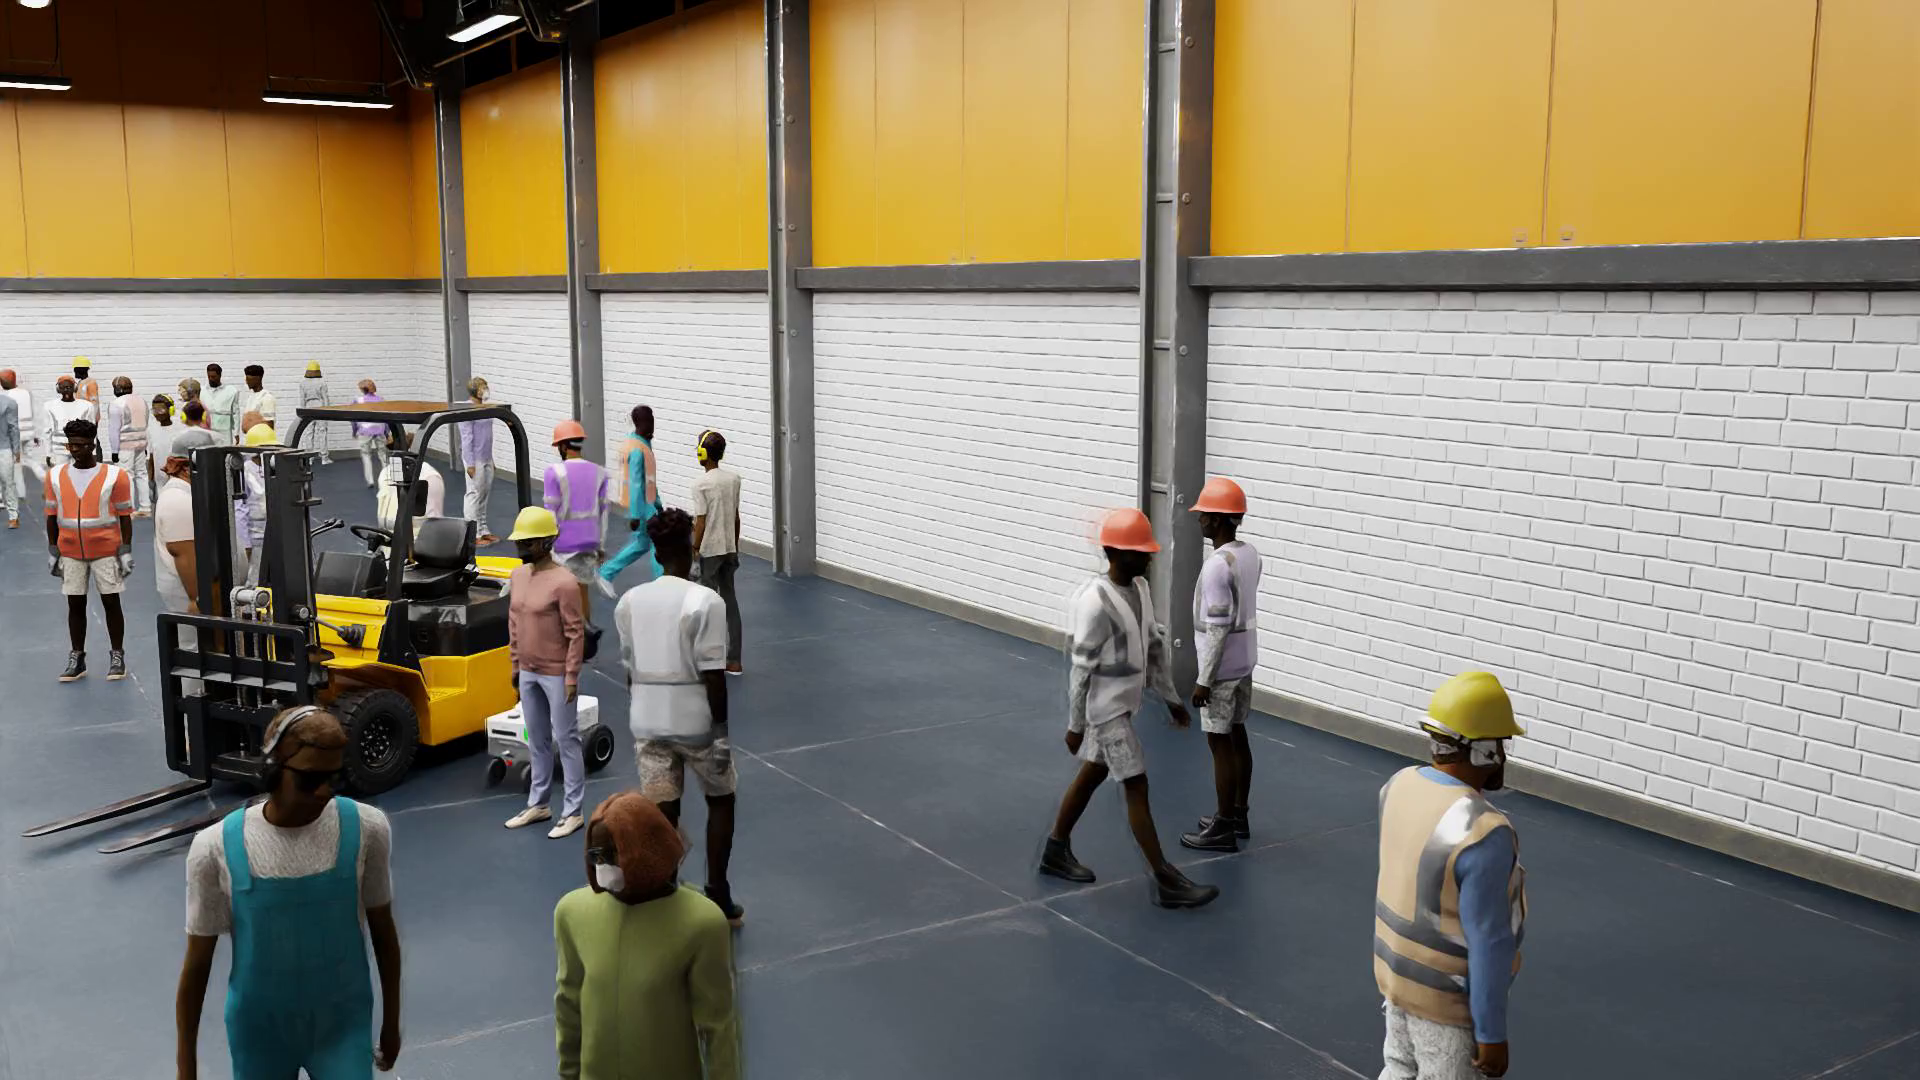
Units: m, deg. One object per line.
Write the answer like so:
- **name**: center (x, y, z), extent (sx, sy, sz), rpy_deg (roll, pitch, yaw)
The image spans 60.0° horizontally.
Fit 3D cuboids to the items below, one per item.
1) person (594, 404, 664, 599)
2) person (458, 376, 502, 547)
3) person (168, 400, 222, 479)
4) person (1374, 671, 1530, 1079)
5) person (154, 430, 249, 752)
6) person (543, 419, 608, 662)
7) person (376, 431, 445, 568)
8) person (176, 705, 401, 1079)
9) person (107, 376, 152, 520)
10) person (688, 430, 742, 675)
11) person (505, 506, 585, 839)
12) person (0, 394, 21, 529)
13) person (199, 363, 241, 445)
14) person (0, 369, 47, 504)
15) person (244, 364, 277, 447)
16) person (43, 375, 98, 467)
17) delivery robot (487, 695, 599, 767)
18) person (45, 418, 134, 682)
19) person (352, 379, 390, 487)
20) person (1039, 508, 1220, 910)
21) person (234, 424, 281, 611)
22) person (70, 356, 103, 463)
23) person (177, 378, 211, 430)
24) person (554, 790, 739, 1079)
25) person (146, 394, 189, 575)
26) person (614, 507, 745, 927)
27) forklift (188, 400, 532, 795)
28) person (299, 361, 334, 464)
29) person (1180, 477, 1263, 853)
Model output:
- **person**: center (-2.964, -0.331, 15.406), extent (0.852, 1.869, 0.581), rpy_deg (-2, 9, -11)
- **person**: center (-5.481, -0.895, 18.975), extent (0.373, 1.940, 0.630), rpy_deg (1, 9, 8)
- **person**: center (-7.655, -0.498, 16.808), extent (0.598, 1.814, 0.721), rpy_deg (-6, 10, -36)
- **person**: center (1.398, 1.273, 4.784), extent (0.407, 1.823, 0.610), rpy_deg (-1, 9, -10)
- **person**: center (-4.793, 0.305, 10.547), extent (0.536, 2.000, 0.672), rpy_deg (-4, 9, -24)
- **person**: center (-2.943, 0.030, 12.861), extent (0.591, 1.904, 0.649), rpy_deg (-8, 12, -44)
- **person**: center (-4.249, 0.069, 12.837), extent (0.626, 1.839, 0.428), rpy_deg (5, 10, 31)
- **person**: center (-1.772, 1.325, 4.387), extent (0.575, 1.823, 0.438), rpy_deg (-3, 9, -19)
- **person**: center (-10.595, -1.169, 21.187), extent (0.428, 1.835, 0.628), rpy_deg (2, 9, 13)
- **person**: center (-1.840, 0.114, 12.404), extent (0.328, 1.873, 0.520), rpy_deg (6, 10, 34)
- **person**: center (-2.208, 0.697, 8.822), extent (0.526, 1.768, 0.330), rpy_deg (6, 10, 36)
- **person**: center (-11.810, -1.081, 20.297), extent (0.630, 1.929, 0.392), rpy_deg (-3, 9, -18)
- **person**: center (-10.338, -1.507, 23.195), extent (0.587, 1.913, 0.391), rpy_deg (-1, 8, -7)
- **person**: center (-12.739, -1.398, 22.633), extent (0.667, 1.864, 0.610), rpy_deg (4, 9, 24)
- **person**: center (-9.205, -1.338, 21.914), extent (0.374, 1.958, 0.606), rpy_deg (-8, 12, -44)
- **person**: center (-10.873, -1.070, 20.343), extent (0.573, 1.883, 0.354), rpy_deg (-4, 10, -27)
- **delivery robot**: center (-2.477, 1.095, 9.893), extent (0.477, 0.478, 0.707), rpy_deg (4, 9, 26)
- **person**: center (-6.466, 0.073, 12.359), extent (0.600, 1.967, 0.369), rpy_deg (-1, 9, -10)
- **person**: center (-8.710, -1.575, 24.637), extent (0.356, 1.617, 0.537), rpy_deg (8, 12, 43)
- **person**: center (0.773, 0.778, 7.891), extent (0.988, 1.882, 0.553), rpy_deg (4, 9, 27)
- **person**: center (-5.605, -0.022, 13.447), extent (0.403, 1.835, 0.586), rpy_deg (2, 9, 16)
- **person**: center (-13.379, -1.855, 25.483), extent (0.585, 1.928, 0.369), rpy_deg (8, 12, 44)
- **person**: center (-8.590, -0.858, 18.726), extent (0.357, 1.938, 0.637), rpy_deg (-4, 9, -26)
- **person**: center (-0.816, 1.432, 4.427), extent (0.509, 1.605, 0.734), rpy_deg (2, 9, 13)
- **person**: center (-8.058, -0.559, 16.987), extent (0.505, 1.864, 0.331), rpy_deg (1, 9, 7)
- **person**: center (-1.267, 0.826, 7.441), extent (0.616, 1.923, 0.524), rpy_deg (3, 9, 21)
- **forklift**: center (-3.529, 0.258, 10.348), extent (1.214, 2.155, 2.313), rpy_deg (4, 9, 25)
- **person**: center (-10.855, -2.141, 28.034), extent (0.487, 1.744, 0.294), rpy_deg (0, 8, 2)
- **person**: center (1.346, 0.643, 8.611), extent (0.362, 1.939, 0.542), rpy_deg (5, 10, 29)
